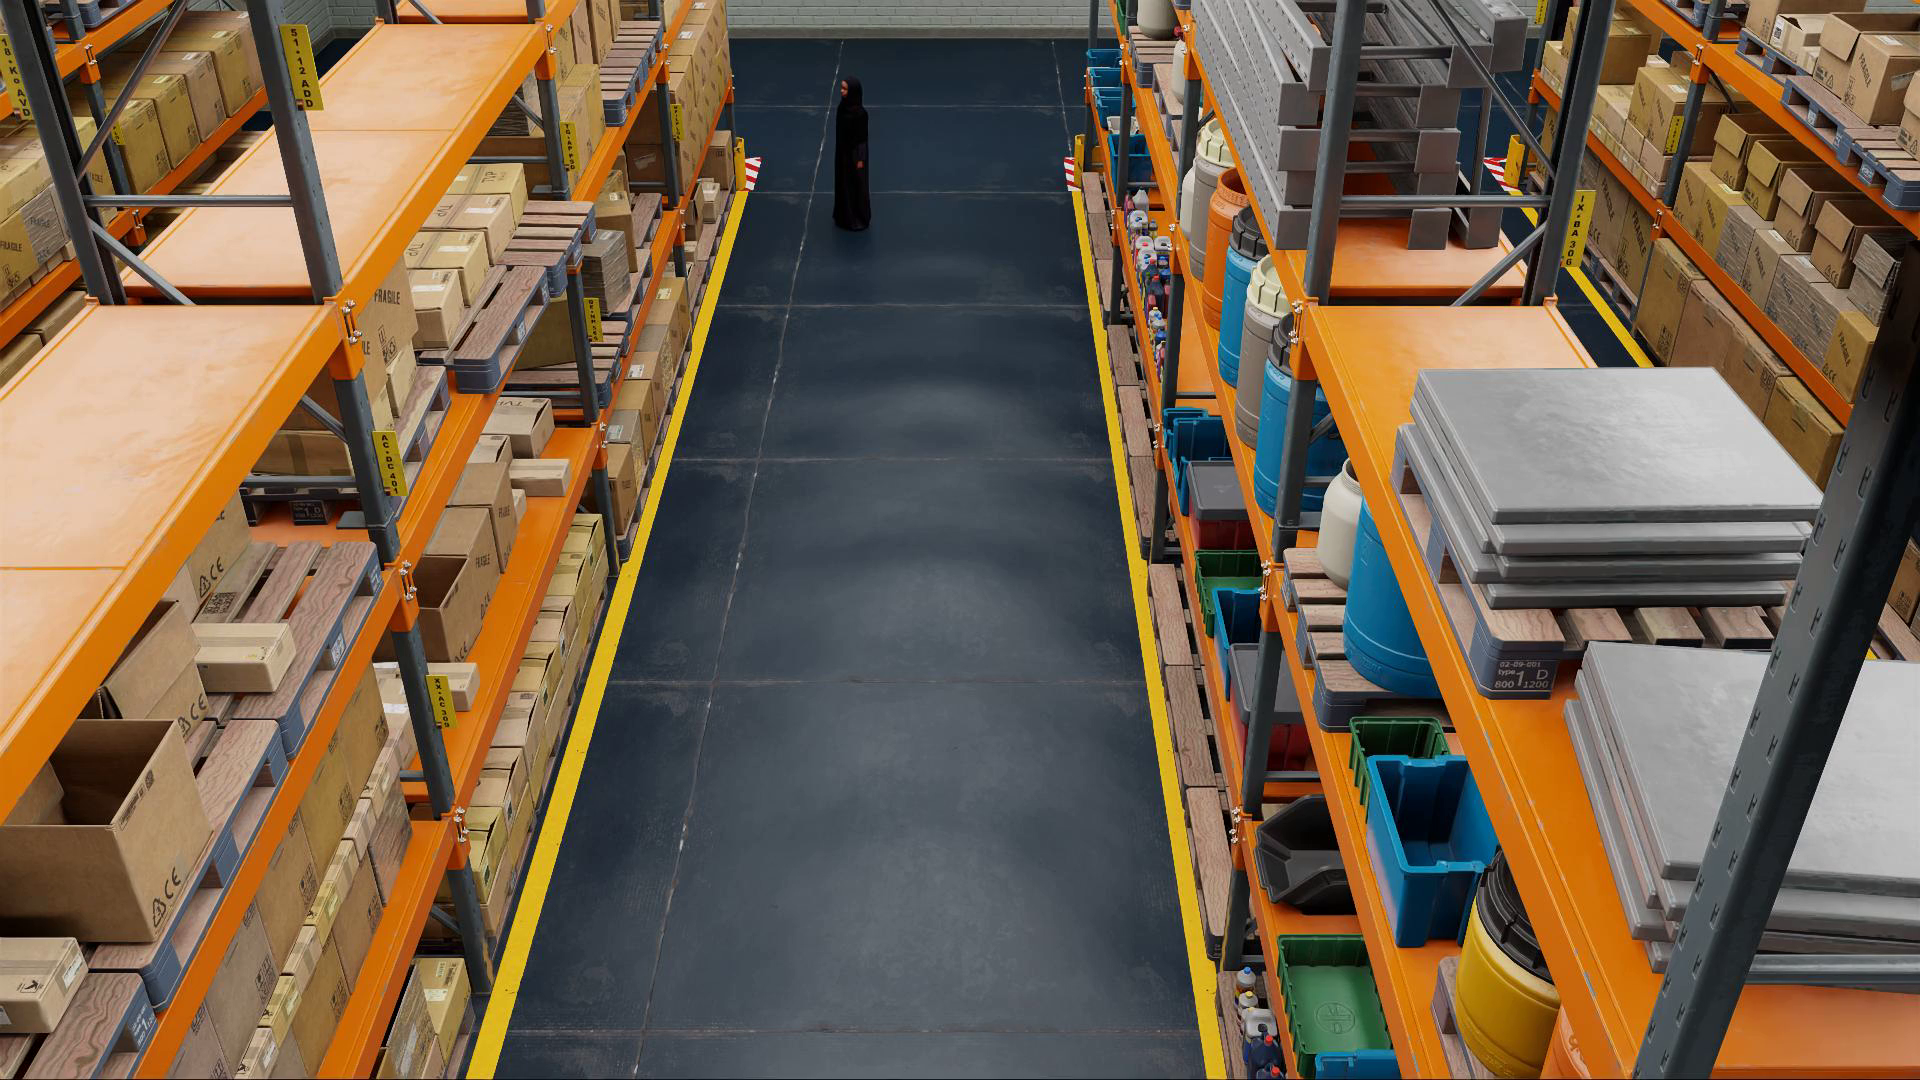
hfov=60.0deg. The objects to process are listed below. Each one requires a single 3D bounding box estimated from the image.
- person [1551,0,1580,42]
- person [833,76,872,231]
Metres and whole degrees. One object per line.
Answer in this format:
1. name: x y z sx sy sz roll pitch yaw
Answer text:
1. person: 7.929 -7.003 21.846 0.806 1.864 0.637 -10 34 -15
2. person: -1.142 -4.114 17.633 0.773 1.615 0.698 -23 39 -31
